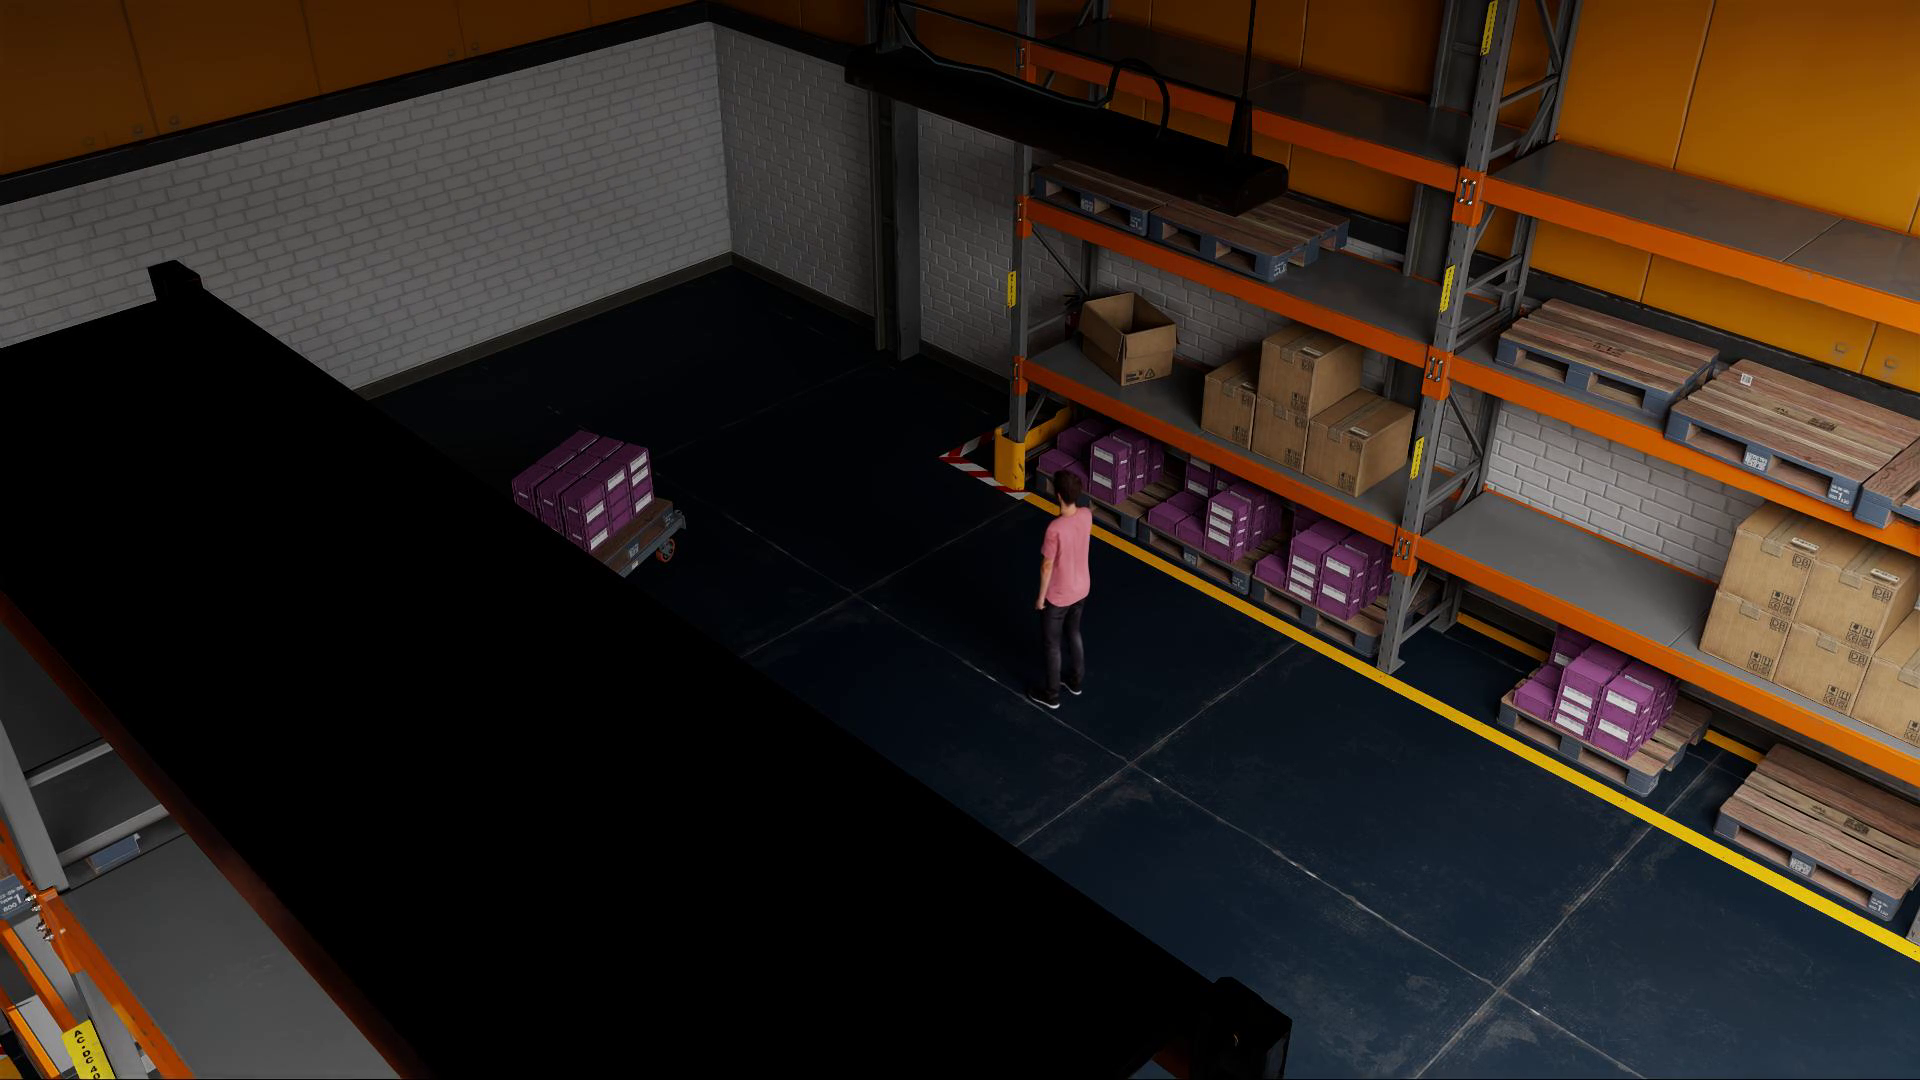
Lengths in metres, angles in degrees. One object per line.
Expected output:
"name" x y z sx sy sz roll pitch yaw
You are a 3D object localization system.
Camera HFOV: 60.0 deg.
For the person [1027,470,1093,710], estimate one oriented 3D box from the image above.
"person" 0.780 0.370 12.274 0.551 1.956 0.629 27 42 35
